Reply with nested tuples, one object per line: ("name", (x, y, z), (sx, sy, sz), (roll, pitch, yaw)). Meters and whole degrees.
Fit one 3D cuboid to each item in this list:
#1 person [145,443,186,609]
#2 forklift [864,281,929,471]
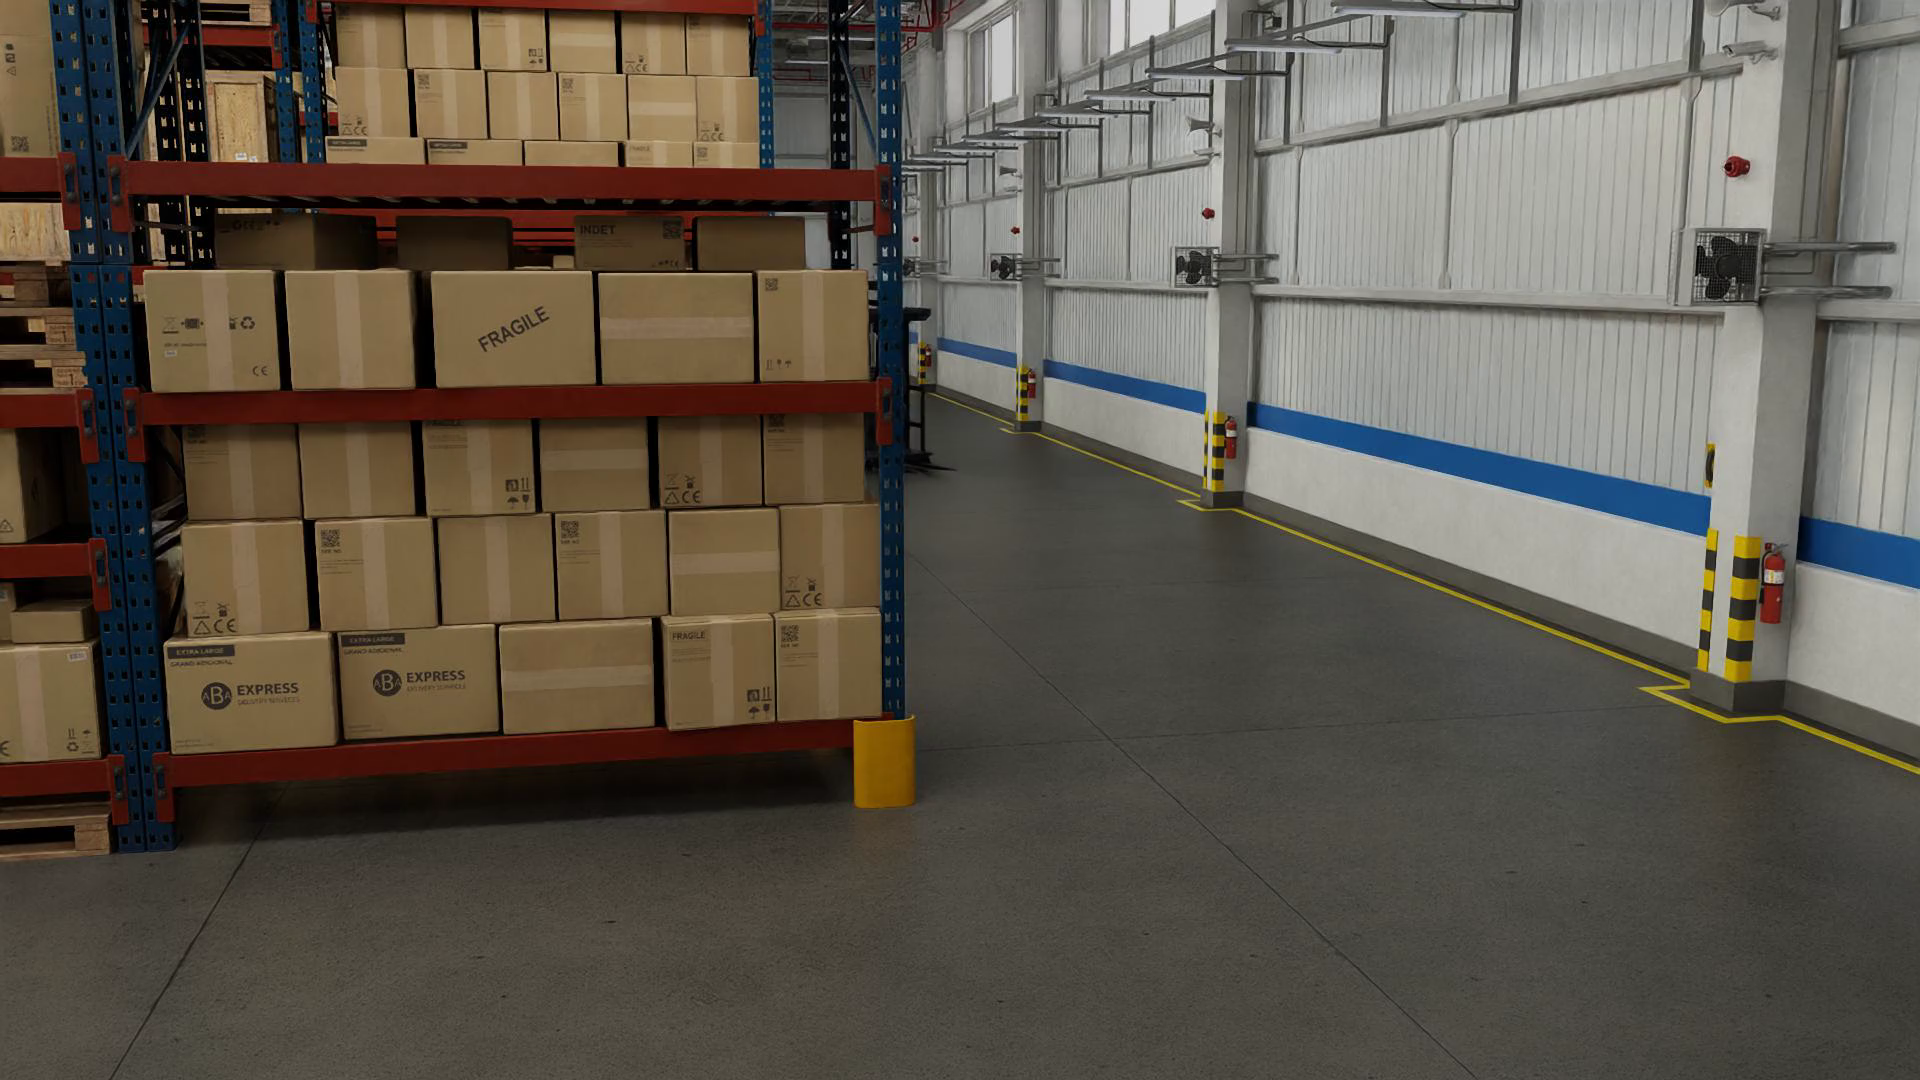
("person", (-5.757, 0.094, 12.233), (0.984, 1.900, 0.623), (0, 9, -1))
("forklift", (-1.429, -2.545, 25.311), (1.129, 2.768, 1.873), (-6, 11, -32))
